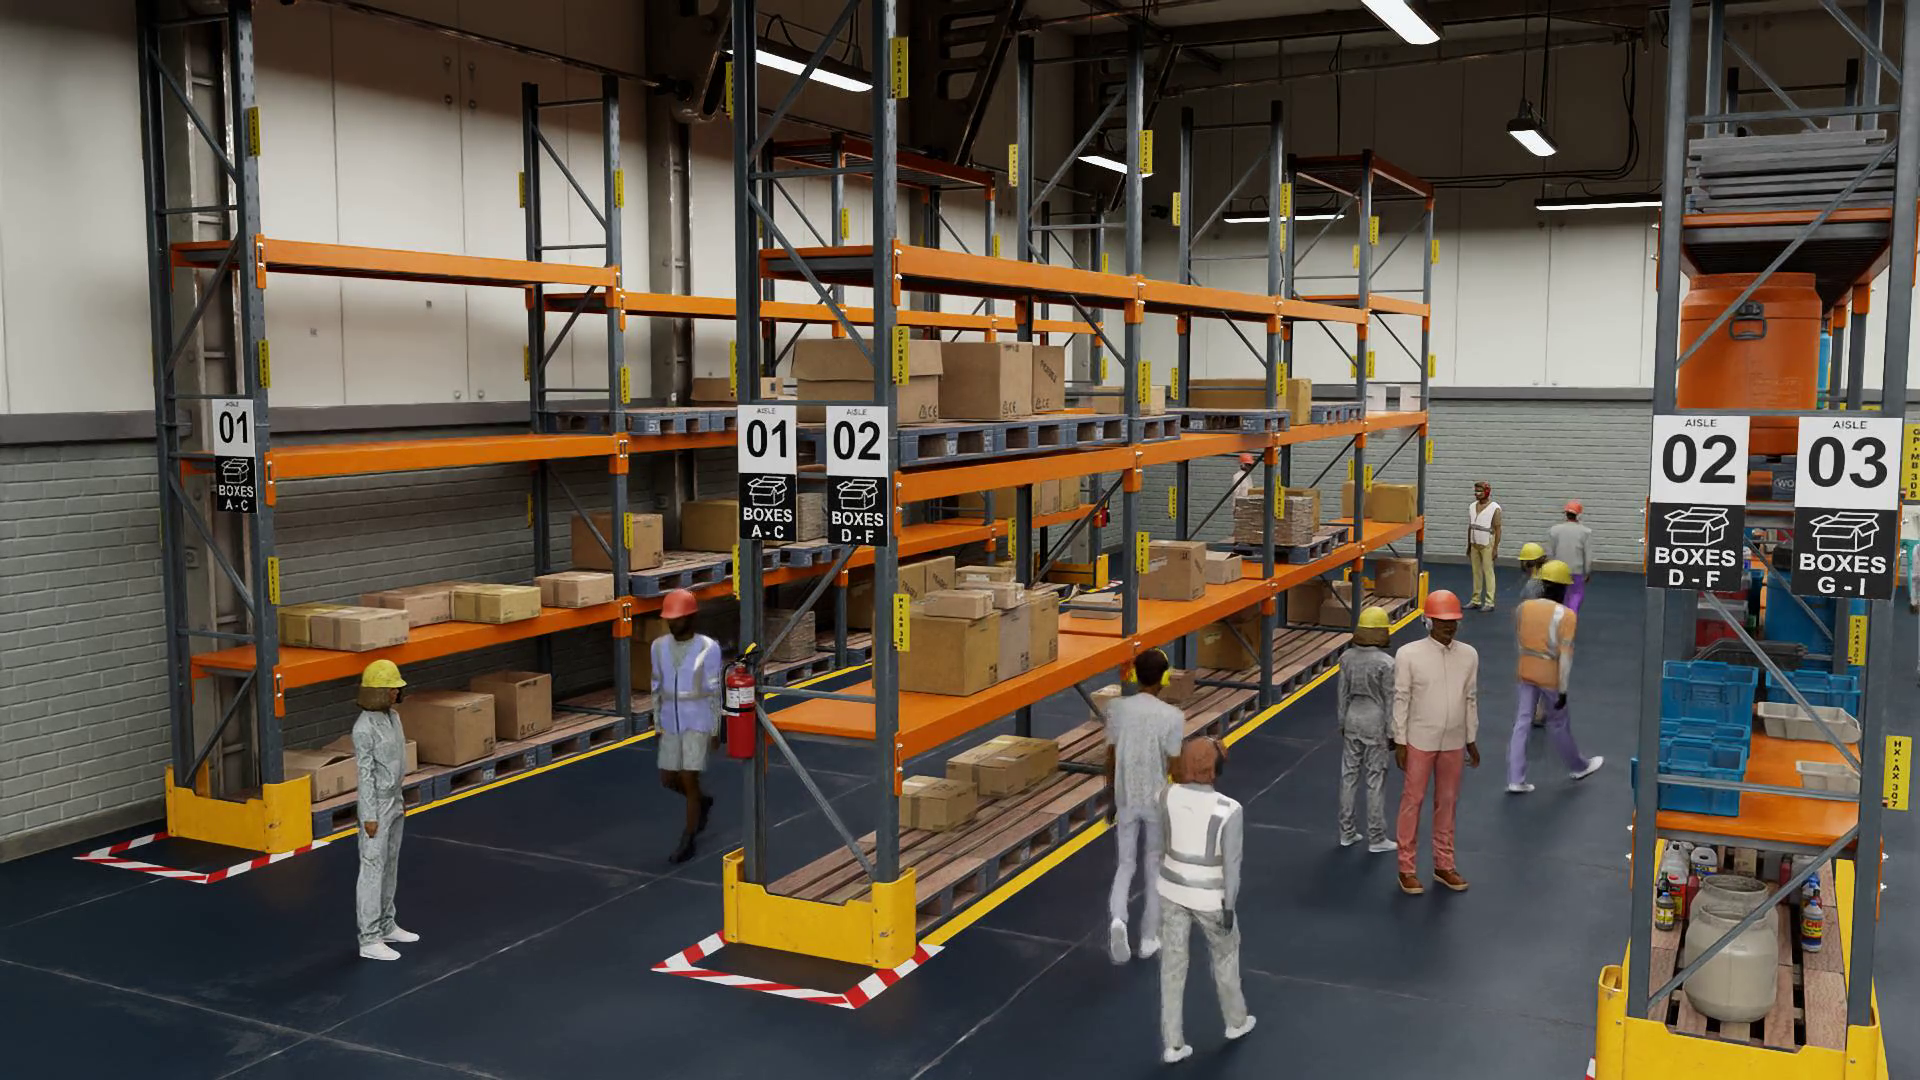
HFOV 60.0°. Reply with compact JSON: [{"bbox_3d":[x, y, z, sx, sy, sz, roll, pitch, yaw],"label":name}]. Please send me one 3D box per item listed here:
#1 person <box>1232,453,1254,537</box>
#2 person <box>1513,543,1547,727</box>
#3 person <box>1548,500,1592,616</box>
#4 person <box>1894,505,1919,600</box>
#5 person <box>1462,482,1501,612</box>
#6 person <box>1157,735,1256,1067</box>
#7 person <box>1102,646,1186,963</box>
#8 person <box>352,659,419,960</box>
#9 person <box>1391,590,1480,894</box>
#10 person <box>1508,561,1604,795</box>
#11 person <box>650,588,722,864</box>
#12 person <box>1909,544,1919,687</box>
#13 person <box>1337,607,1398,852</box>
[{"bbox_3d":[4.901,-0.515,28.720,0.397,1.992,0.621,4,7,31],"label":"person"},{"bbox_3d":[5.485,0.915,15.974,0.335,1.763,0.541,4,7,32],"label":"person"},{"bbox_3d":[7.875,0.354,21.490,0.577,1.736,0.463,5,7,38],"label":"person"},{"bbox_3d":[14.071,0.006,24.741,0.528,1.772,0.300,5,8,41],"label":"person"},{"bbox_3d":[7.402,0.094,23.505,0.373,1.843,0.570,-3,7,-26],"label":"person"},{"bbox_3d":[1.238,1.771,8.336,0.517,1.606,0.770,4,7,35],"label":"person"},{"bbox_3d":[1.021,1.539,9.567,0.511,1.828,0.666,2,6,18],"label":"person"},{"bbox_3d":[-3.365,1.560,9.747,0.305,1.743,0.494,0,6,3],"label":"person"},{"bbox_3d":[3.131,1.314,10.922,0.611,1.996,0.378,-1,6,-13],"label":"person"},{"bbox_3d":[4.818,1.104,13.501,0.994,1.876,0.597,-4,7,-36],"label":"person"},{"bbox_3d":[-1.900,1.273,11.729,0.545,1.921,0.625,2,6,18],"label":"person"},{"bbox_3d":[10.647,0.662,18.073,0.595,1.835,0.979,5,7,38],"label":"person"},{"bbox_3d":[2.924,1.342,11.886,0.316,1.741,0.488,-5,8,-39],"label":"person"}]
